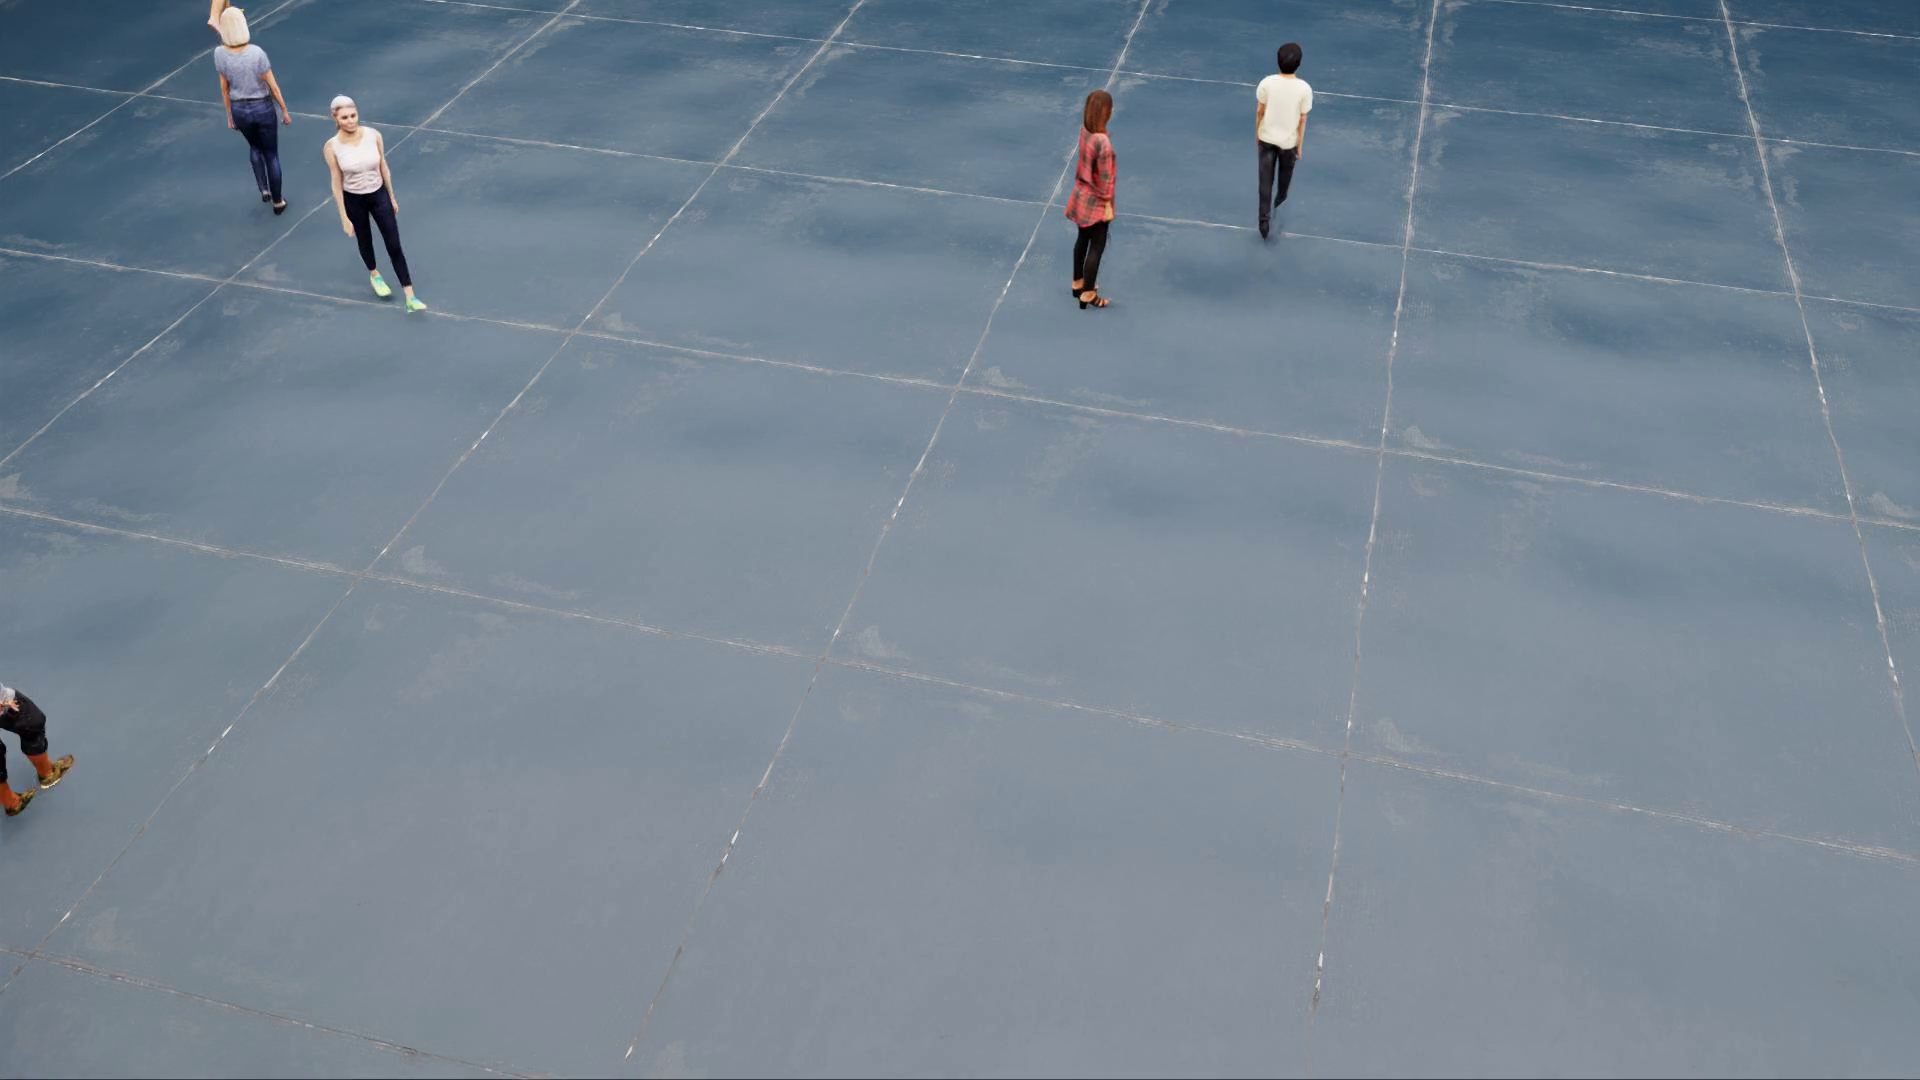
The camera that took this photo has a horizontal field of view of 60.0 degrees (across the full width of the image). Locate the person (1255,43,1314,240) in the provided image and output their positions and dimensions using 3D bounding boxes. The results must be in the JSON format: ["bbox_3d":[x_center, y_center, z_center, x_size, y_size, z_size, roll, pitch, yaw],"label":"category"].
[{"bbox_3d":[2.543,-3.160,13.334,0.595,1.554,0.945,9,39,11],"label":"person"}]

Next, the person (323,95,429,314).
[{"bbox_3d":[-4.477,-2.539,12.452,1.116,1.664,1.125,-24,44,-27],"label":"person"}]

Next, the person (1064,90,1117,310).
[{"bbox_3d":[0.986,-2.538,12.421,0.758,1.700,0.663,-13,40,-16],"label":"person"}]

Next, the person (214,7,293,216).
[{"bbox_3d":[-5.784,-3.449,13.577,0.680,1.710,0.666,-3,38,-3],"label":"person"}]

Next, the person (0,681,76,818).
[{"bbox_3d":[-4.963,0.821,8.334,0.658,1.445,0.735,4,38,5],"label":"person"}]
